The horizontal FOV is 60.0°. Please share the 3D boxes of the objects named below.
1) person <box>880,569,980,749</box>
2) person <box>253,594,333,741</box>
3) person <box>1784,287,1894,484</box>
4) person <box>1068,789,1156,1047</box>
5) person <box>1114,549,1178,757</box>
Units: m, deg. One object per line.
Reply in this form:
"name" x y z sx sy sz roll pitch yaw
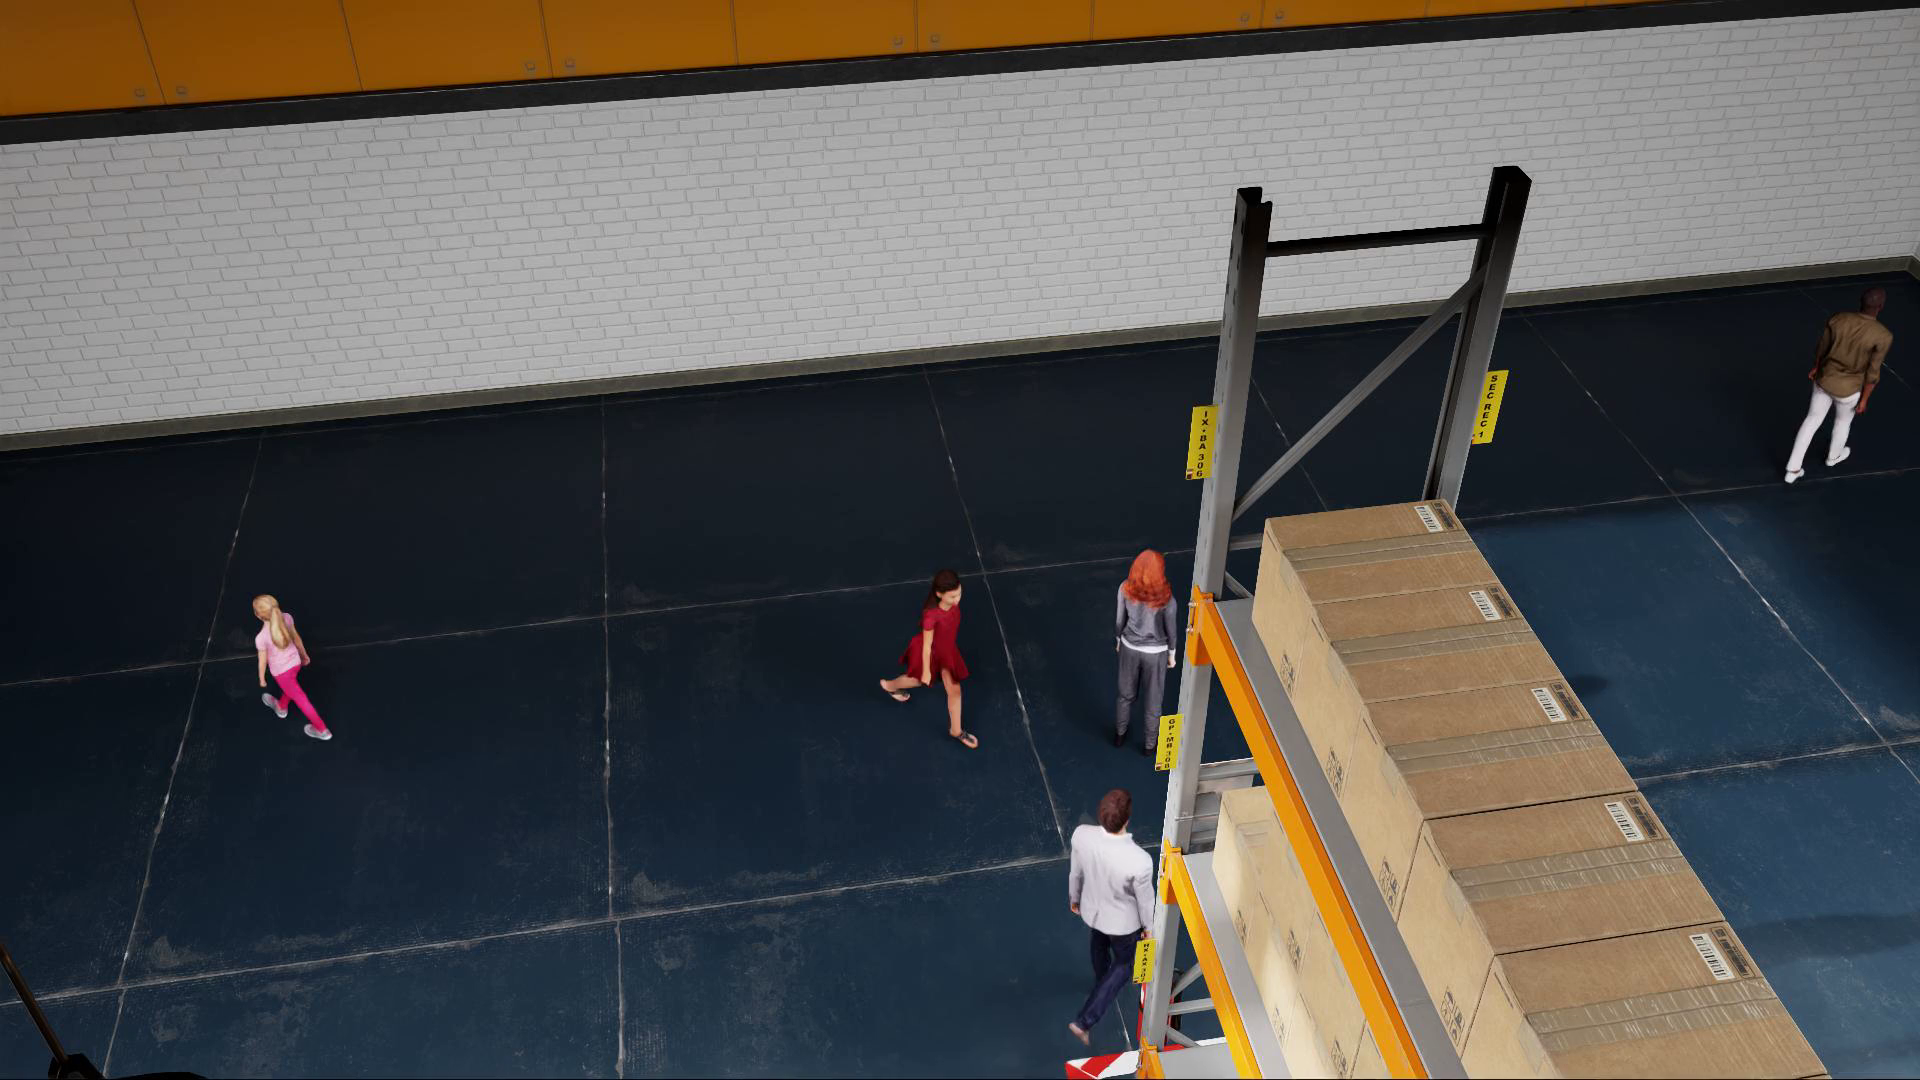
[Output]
"person" -0.231 0.741 11.569 1.114 1.500 0.997 27 46 29
"person" -4.640 0.903 11.572 0.842 1.245 0.868 14 41 17
"person" 7.249 -1.238 13.807 1.094 1.801 1.094 -28 46 -30
"person" 0.828 2.167 9.515 1.076 1.836 1.120 25 45 28
"person" 1.251 0.764 11.317 0.658 1.781 0.690 17 42 20
